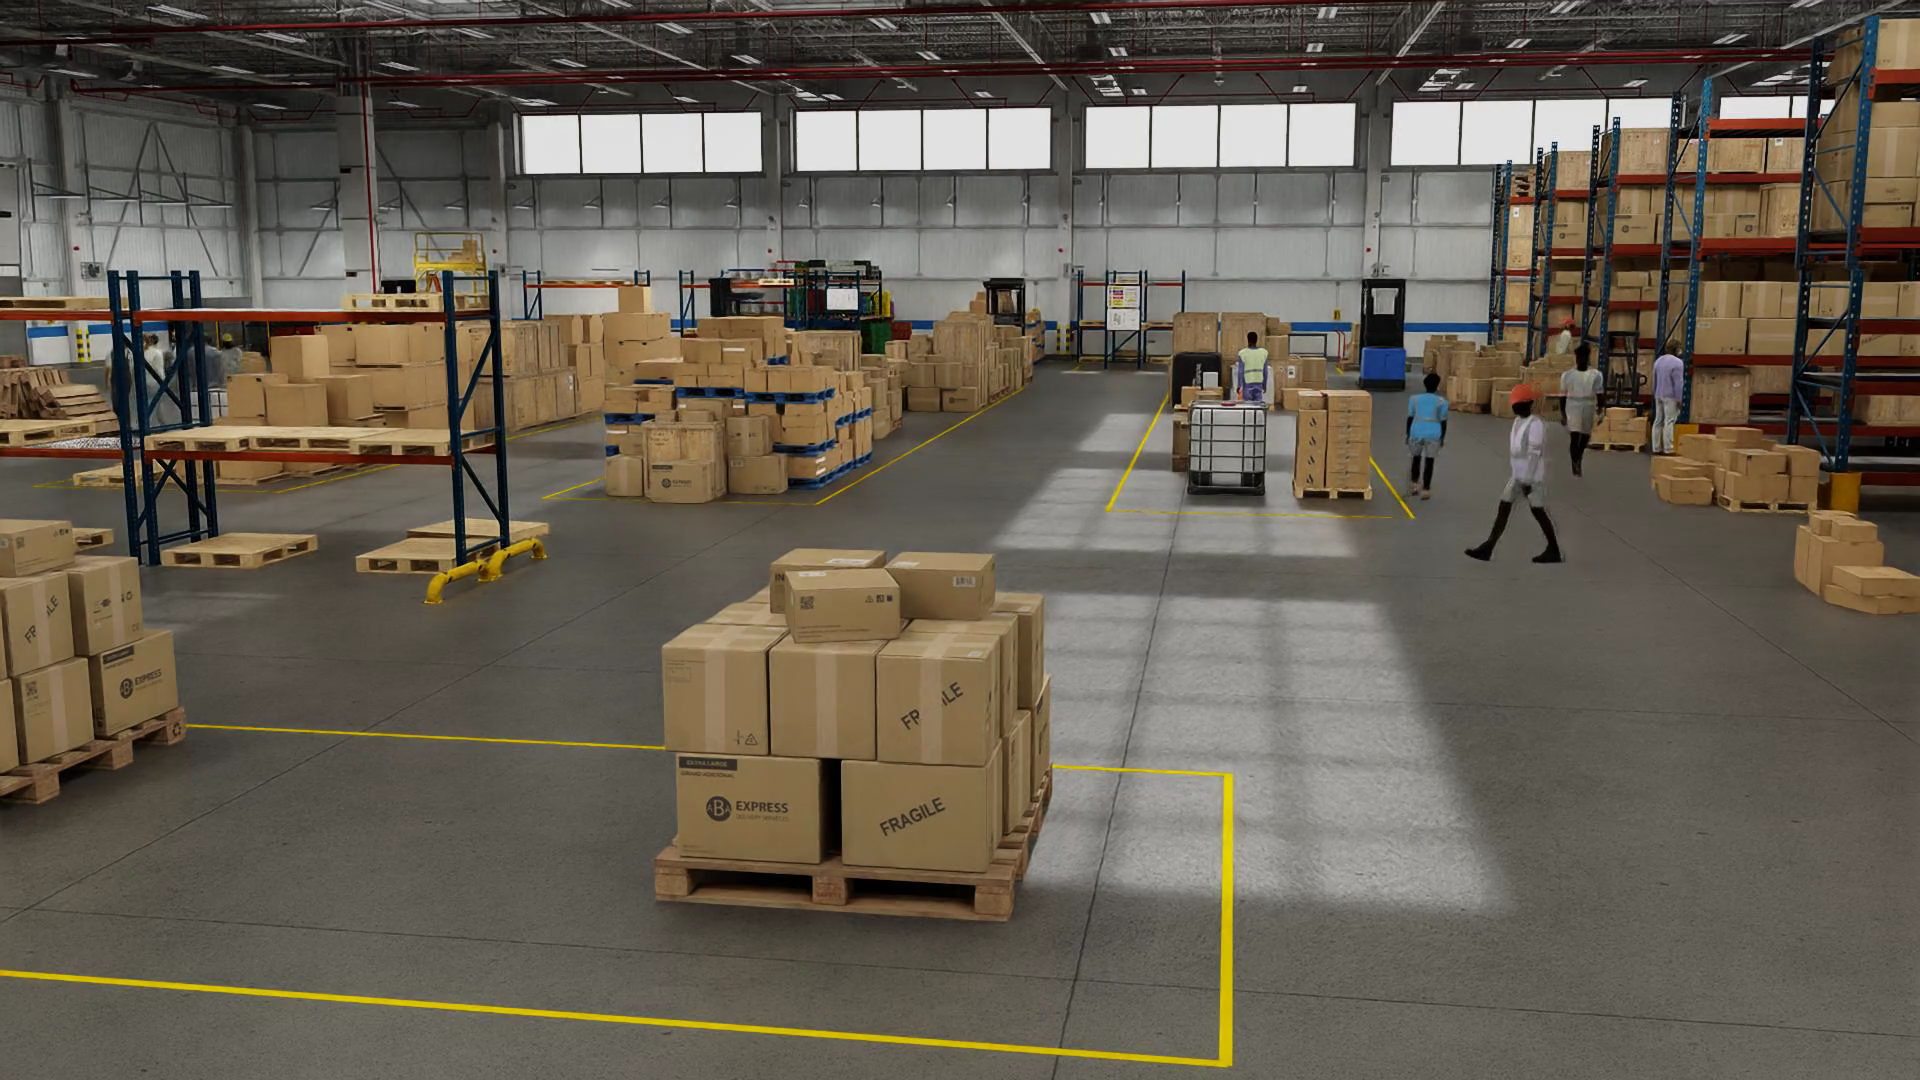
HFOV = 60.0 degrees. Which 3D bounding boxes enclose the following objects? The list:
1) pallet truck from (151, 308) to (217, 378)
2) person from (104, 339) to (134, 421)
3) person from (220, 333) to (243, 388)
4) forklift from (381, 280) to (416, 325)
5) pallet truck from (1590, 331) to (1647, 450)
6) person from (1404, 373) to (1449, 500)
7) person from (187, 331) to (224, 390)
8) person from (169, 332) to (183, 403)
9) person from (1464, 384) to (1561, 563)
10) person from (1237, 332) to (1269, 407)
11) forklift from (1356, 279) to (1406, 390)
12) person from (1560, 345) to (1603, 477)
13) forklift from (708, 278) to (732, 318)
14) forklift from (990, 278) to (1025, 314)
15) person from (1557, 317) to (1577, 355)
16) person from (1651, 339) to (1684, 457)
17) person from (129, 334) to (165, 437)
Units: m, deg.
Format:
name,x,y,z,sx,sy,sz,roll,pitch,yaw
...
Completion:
name,x,y,z,sx,sy,sz,roll,pitch,yaw
pallet truck,-21.869,-5.598,47.154,0.823,1.965,1.885,4,10,26
person,-15.783,-2.926,31.255,0.584,1.806,0.411,-5,10,-26
person,-15.551,-3.573,35.558,0.488,1.709,0.837,-1,9,-9
forklift,-11.959,-4.169,35.627,1.873,2.768,1.129,1,9,9
pallet truck,11.253,-2.573,28.499,0.823,1.965,1.885,5,10,27
person,6.206,-1.378,22.113,0.549,1.663,0.533,4,10,23
person,-14.075,-2.927,30.992,0.652,1.910,0.737,0,9,-2
person,-17.881,-3.943,38.051,0.523,1.638,0.310,6,11,31
person,5.817,-0.674,17.192,0.998,1.873,0.567,-1,9,-8
person,5.374,-2.866,30.562,0.592,1.916,0.392,-2,9,-12
forklift,10.752,-5.246,42.267,1.129,2.768,1.873,1,9,9
person,9.214,-1.932,24.723,0.606,1.941,0.880,1,9,6
forklift,-6.506,-5.721,45.201,1.873,2.768,1.129,2,9,11
forklift,1.321,-5.926,46.464,1.129,2.768,1.873,1,9,9
person,14.253,-4.281,39.209,1.016,1.947,0.633,2,9,11
person,11.455,-2.283,26.907,0.374,1.936,0.627,-2,10,-15
person,-14.942,-2.845,30.560,0.644,1.875,1.041,0,9,-1
